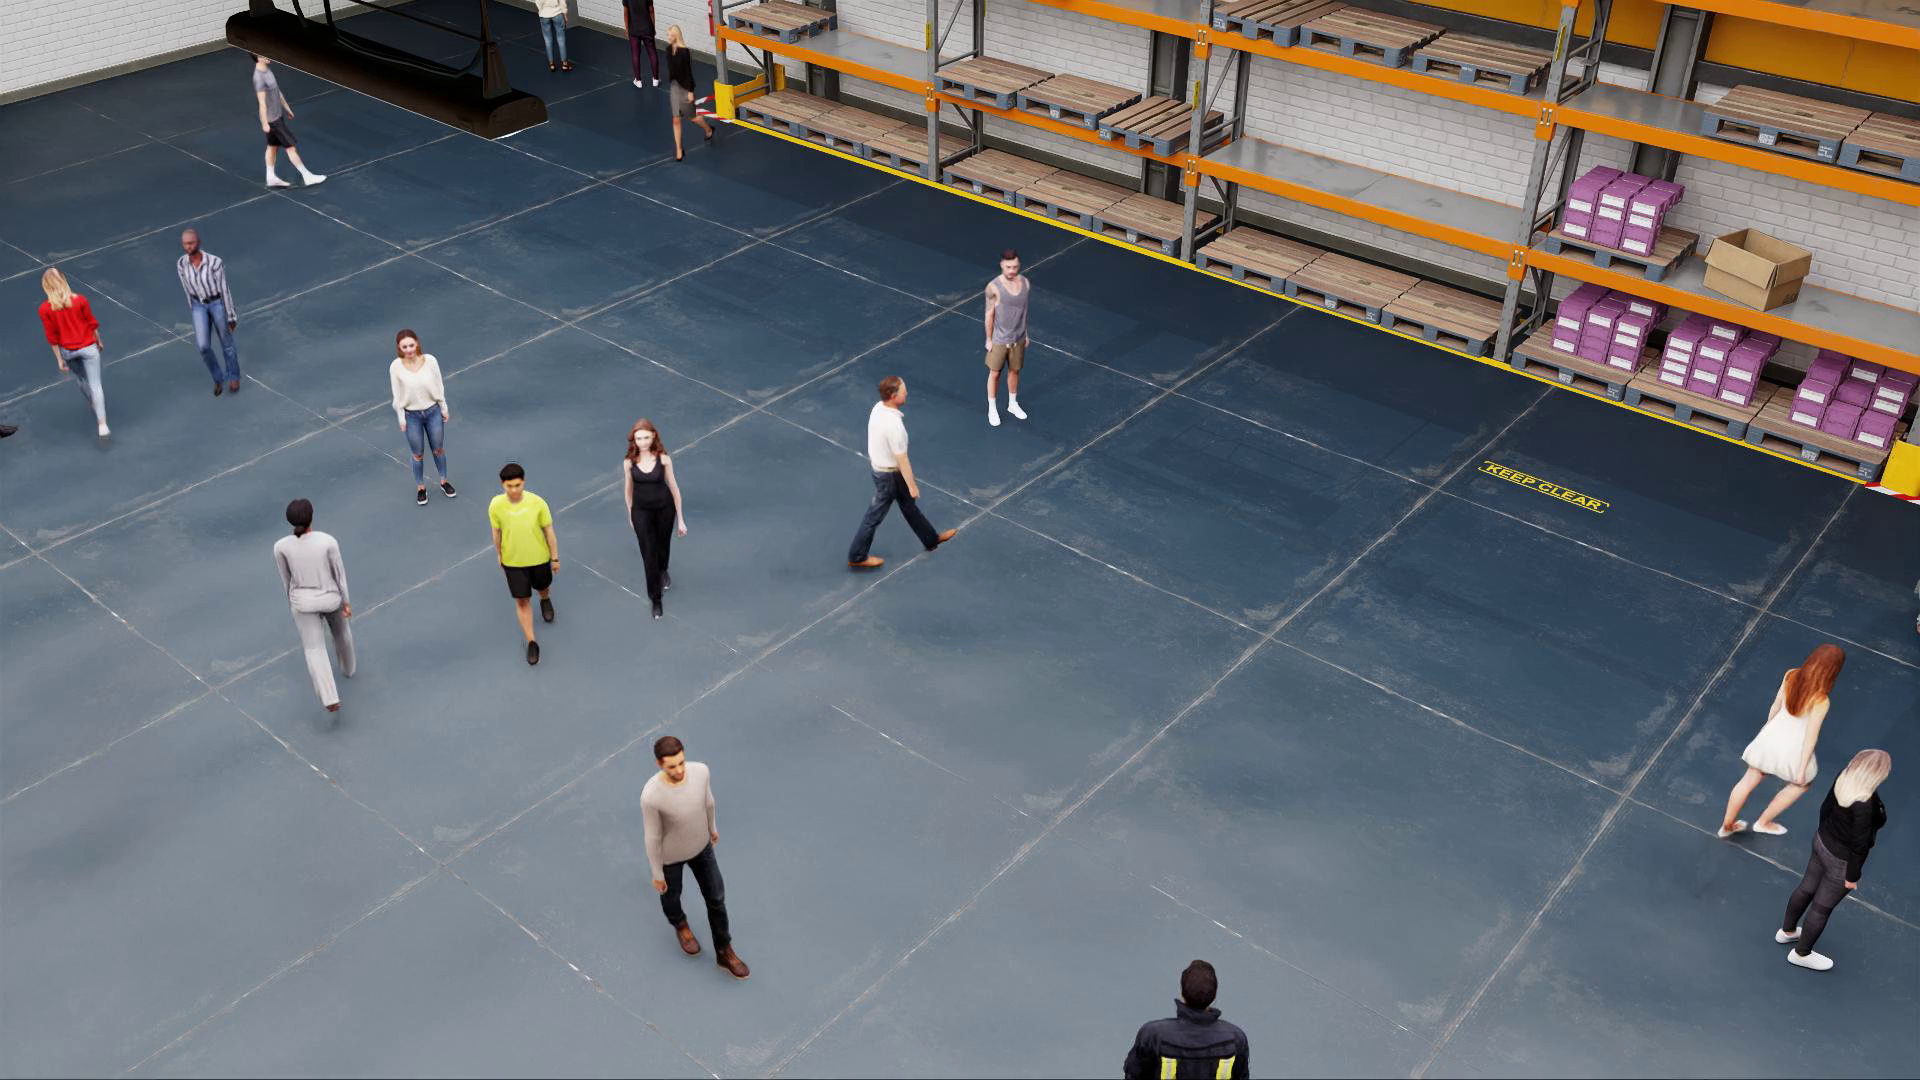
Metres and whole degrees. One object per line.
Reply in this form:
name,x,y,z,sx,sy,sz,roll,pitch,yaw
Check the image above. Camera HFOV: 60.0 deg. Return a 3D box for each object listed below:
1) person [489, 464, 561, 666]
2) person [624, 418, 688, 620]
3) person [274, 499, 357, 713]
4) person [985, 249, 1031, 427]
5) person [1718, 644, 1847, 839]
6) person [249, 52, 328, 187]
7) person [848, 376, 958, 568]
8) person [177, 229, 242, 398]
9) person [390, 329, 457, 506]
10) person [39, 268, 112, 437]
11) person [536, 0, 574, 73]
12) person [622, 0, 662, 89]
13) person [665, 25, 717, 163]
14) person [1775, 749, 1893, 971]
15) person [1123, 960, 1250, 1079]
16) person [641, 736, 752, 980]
person,-3.460,0.080,13.260,1.046,1.664,1.187,-8,35,-12
person,-2.532,-0.283,13.767,0.978,1.709,1.113,-9,35,-13
person,-4.866,0.509,12.576,1.014,1.708,1.189,-10,35,-15
person,0.472,-2.017,16.309,0.713,1.838,0.725,-14,36,-20
person,5.512,1.420,11.226,0.907,1.685,0.833,-12,35,-18
person,-8.929,-5.413,21.361,1.135,1.847,1.096,-4,34,-7
person,-0.704,-0.528,14.045,1.223,1.808,1.246,-7,34,-10
person,-7.513,-2.326,16.775,0.797,1.781,0.855,-4,34,-7
person,-4.876,-1.135,15.065,0.698,1.691,0.697,-14,36,-20
person,-8.475,-1.774,16.050,0.970,1.665,1.246,-14,36,-19
person,-6.233,-8.010,25.416,0.659,1.682,0.765,4,34,6
person,-4.767,-7.669,24.812,0.726,1.784,0.764,-7,34,-10
person,-3.647,-5.998,22.277,1.036,1.807,0.773,22,40,30
person,5.469,1.968,10.401,0.729,1.686,0.698,1,34,2
person,1.171,3.027,8.642,1.278,1.870,1.298,0,34,0
person,-1.773,1.884,10.388,0.829,1.841,1.008,-23,40,-30
